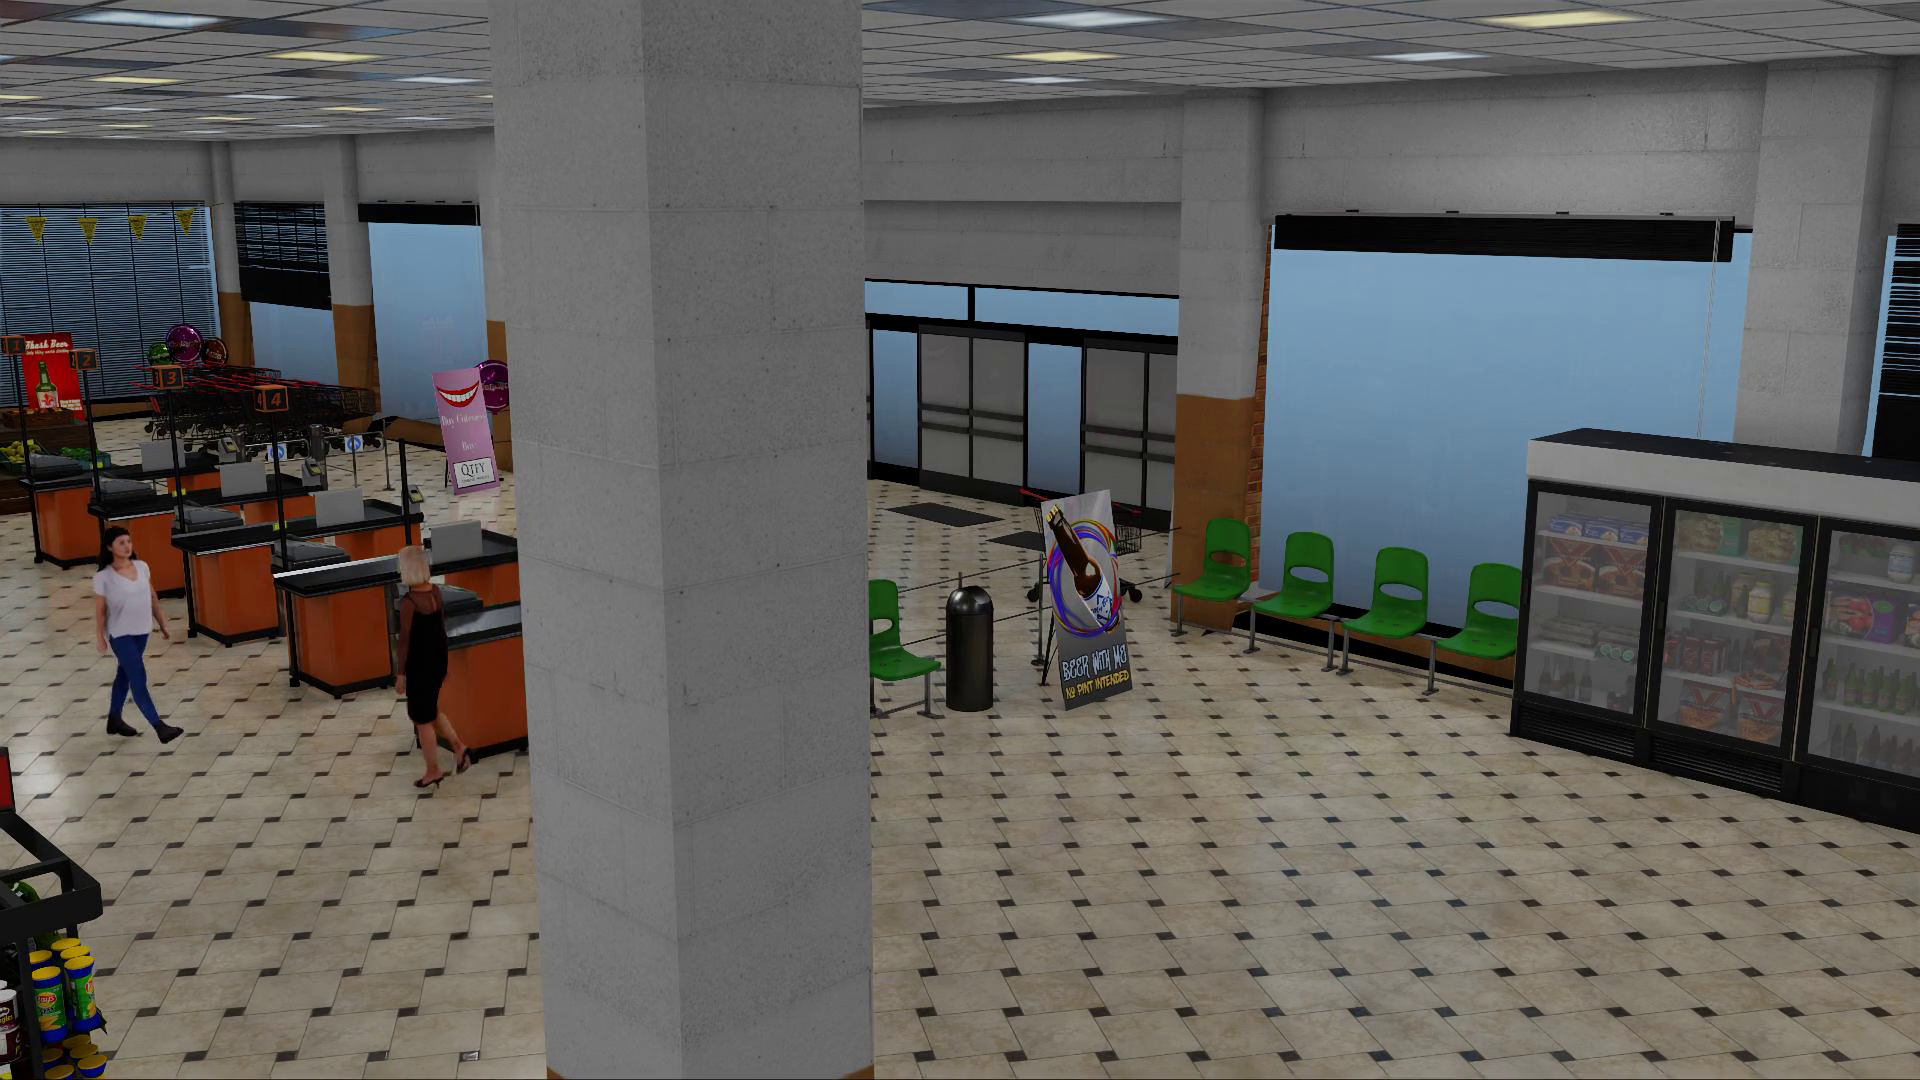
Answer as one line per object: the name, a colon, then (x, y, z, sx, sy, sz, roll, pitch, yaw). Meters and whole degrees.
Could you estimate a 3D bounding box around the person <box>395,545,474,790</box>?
person: (-3.615, 0.899, 11.475, 0.839, 1.734, 0.791, 3, 12, 13)

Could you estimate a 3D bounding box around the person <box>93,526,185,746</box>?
person: (-6.280, 0.745, 12.441, 0.984, 1.638, 1.126, 4, 13, 19)
